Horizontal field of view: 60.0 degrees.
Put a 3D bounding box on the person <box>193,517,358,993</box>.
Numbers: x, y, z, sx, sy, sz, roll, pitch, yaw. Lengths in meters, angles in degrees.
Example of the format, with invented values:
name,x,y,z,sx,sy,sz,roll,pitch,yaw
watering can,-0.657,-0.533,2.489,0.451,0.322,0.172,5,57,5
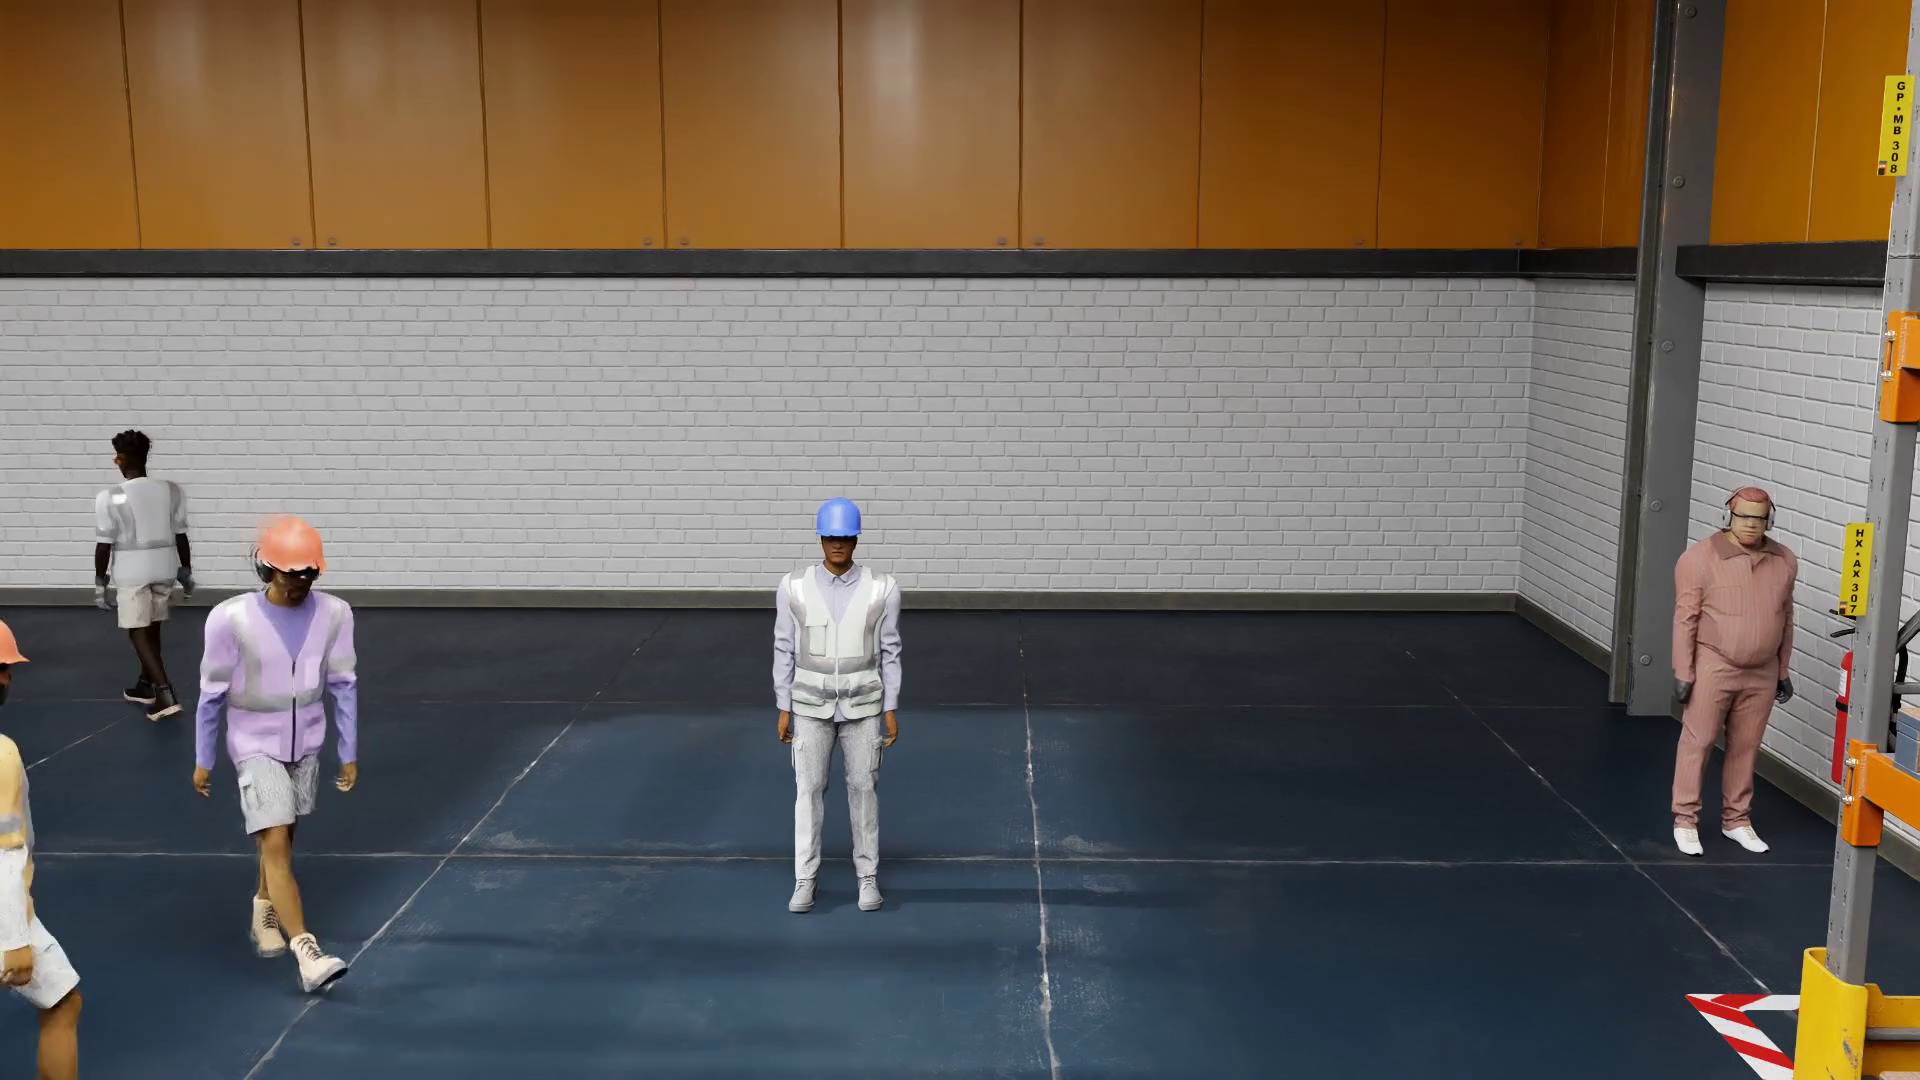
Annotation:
name,x,y,z,sx,sy,sz,roll,pitch,yaw
person,-2.802,0.882,6.978,1.078,1.971,0.635,9,13,42

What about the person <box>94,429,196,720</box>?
name,x,y,z,sx,sy,sz,roll,pitch,yaw
person,-5.465,0.217,11.131,0.909,1.929,0.626,6,11,33

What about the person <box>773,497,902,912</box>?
name,x,y,z,sx,sy,sz,roll,pitch,yaw
person,-0.570,0.766,7.762,0.601,1.949,0.380,0,9,-3

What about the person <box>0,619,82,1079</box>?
name,x,y,z,sx,sy,sz,roll,pitch,yaw
person,-3.070,1.166,5.431,0.578,1.920,0.653,5,11,29

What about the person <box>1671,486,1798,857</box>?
name,x,y,z,sx,sy,sz,roll,pitch,yaw
person,3.954,0.669,8.477,0.644,1.905,0.400,-1,10,-6
